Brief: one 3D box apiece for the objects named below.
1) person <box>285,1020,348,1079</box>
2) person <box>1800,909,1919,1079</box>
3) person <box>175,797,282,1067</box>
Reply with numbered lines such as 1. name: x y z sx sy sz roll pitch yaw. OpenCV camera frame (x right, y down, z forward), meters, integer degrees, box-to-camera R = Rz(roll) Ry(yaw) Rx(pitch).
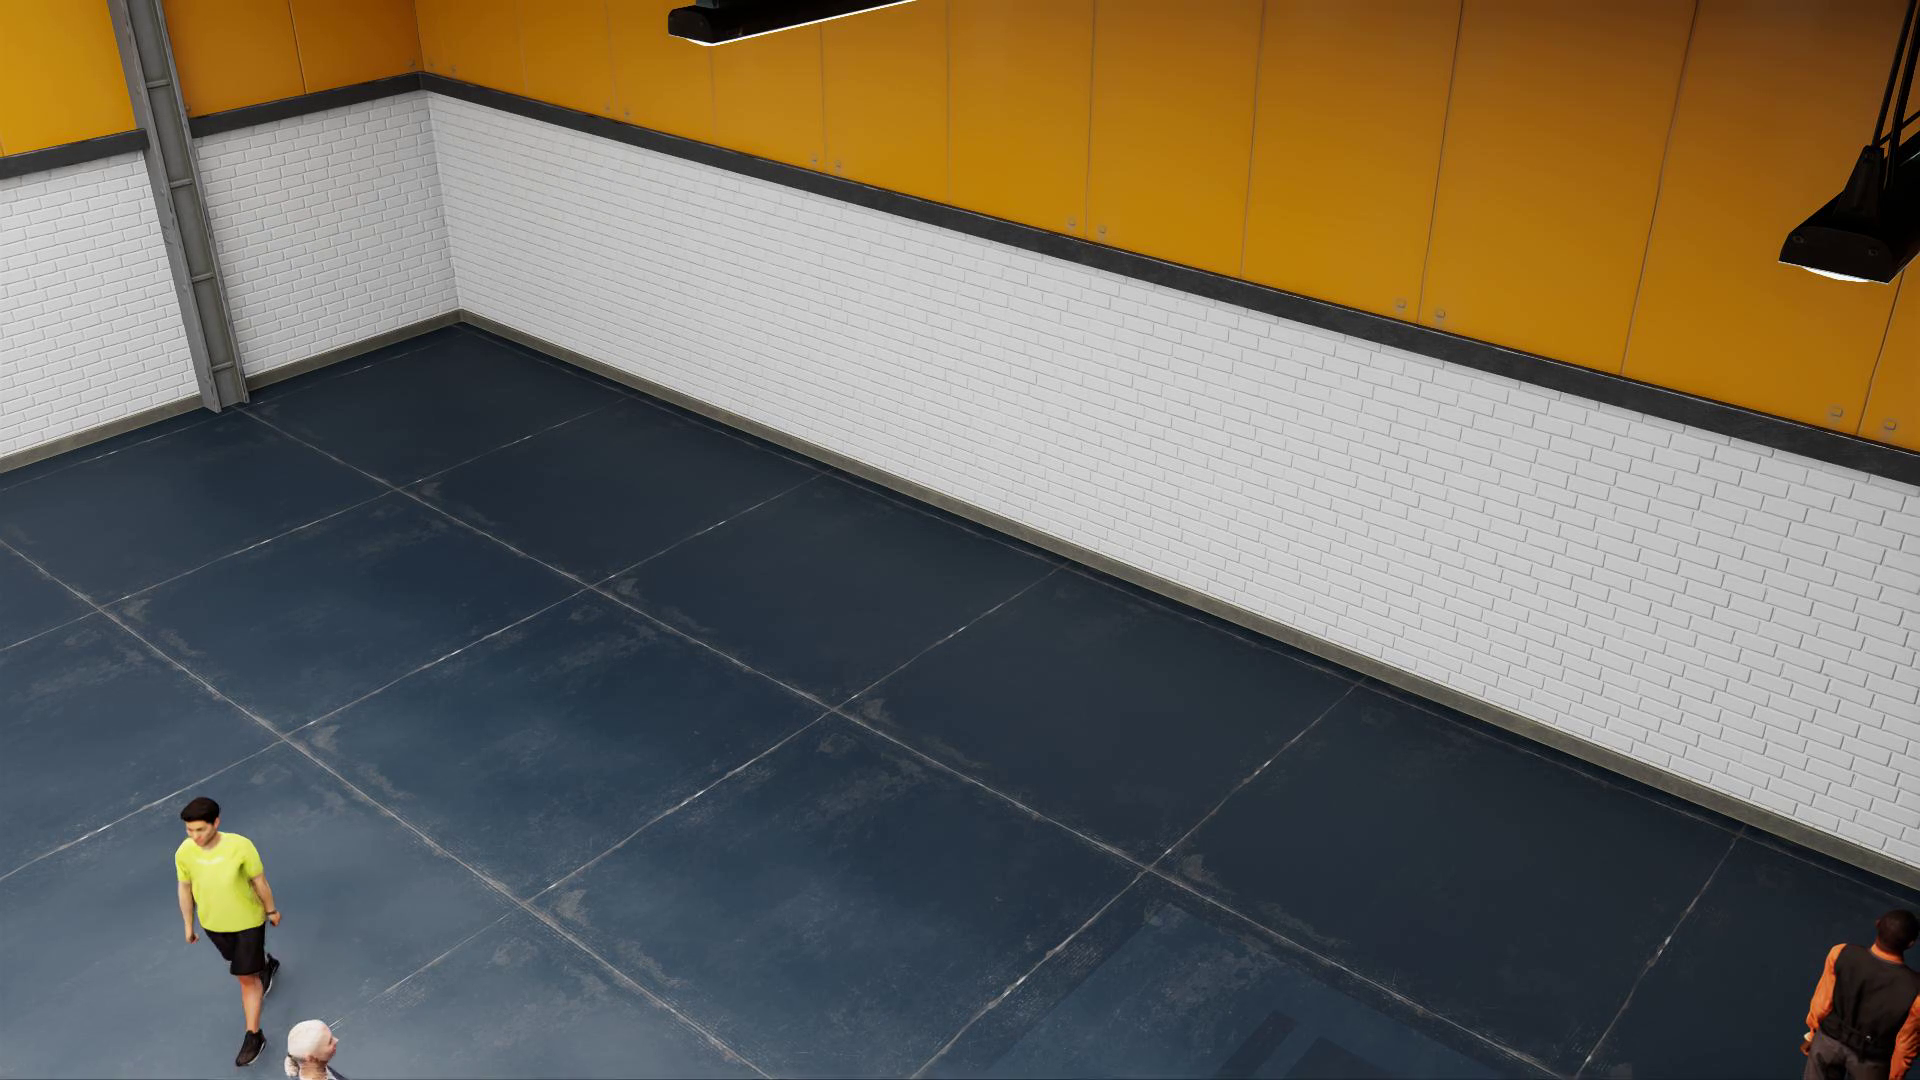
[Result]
1. person: -3.169 3.062 8.199 0.743 1.715 0.720 -10 30 -18
2. person: 4.656 2.694 8.672 0.632 1.907 0.709 -24 37 -37
3. person: -4.300 2.174 9.878 1.080 1.665 1.195 0 29 0
